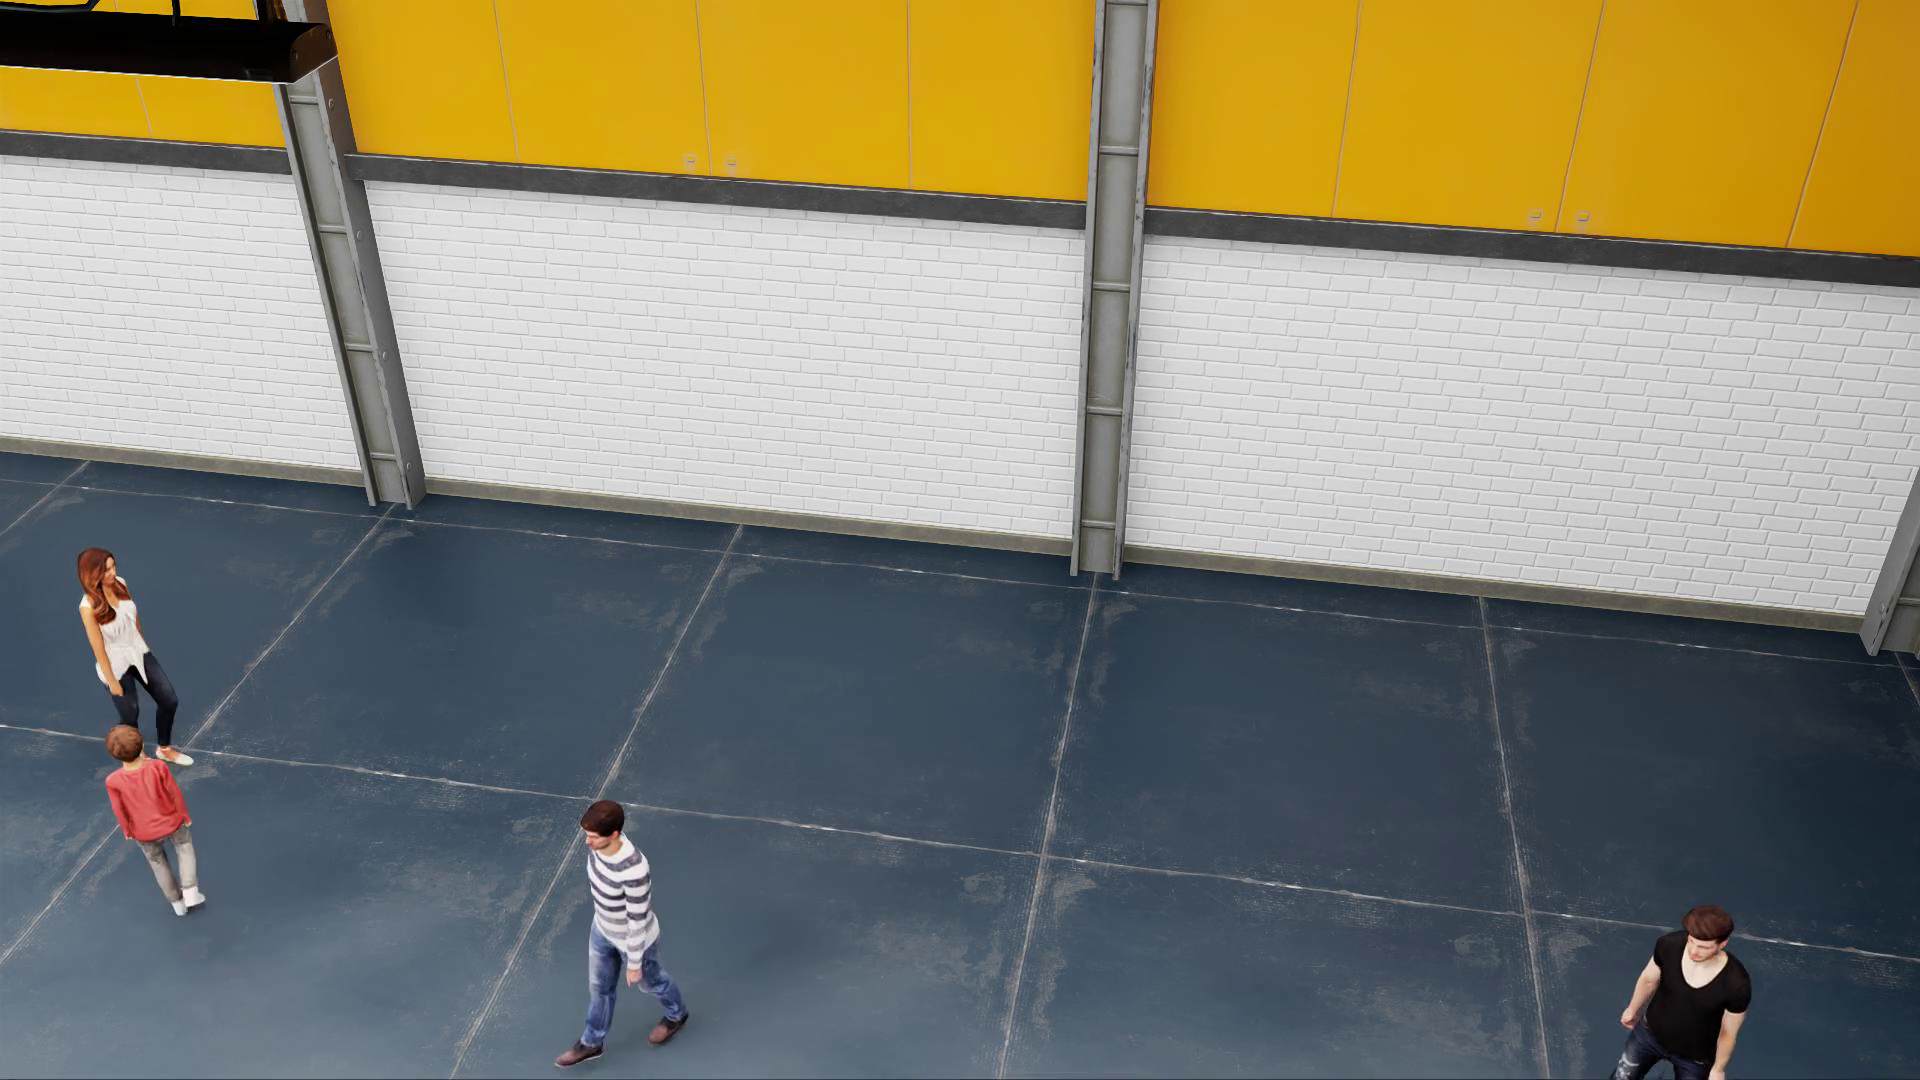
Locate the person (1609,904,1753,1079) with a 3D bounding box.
[{"bbox_3d":[3.623,2.468,8.291,0.912,1.878,0.986,28,43,35],"label":"person"}]

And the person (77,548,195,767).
[{"bbox_3d":[-5.548,0.801,10.896,0.662,1.771,0.657,9,35,13],"label":"person"}]

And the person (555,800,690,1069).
[{"bbox_3d":[-1.724,2.066,8.948,1.085,1.819,1.073,-26,42,-34],"label":"person"}]

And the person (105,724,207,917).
[{"bbox_3d":[-4.753,1.708,9.856,0.643,1.411,0.709,-15,37,-22],"label":"person"}]
